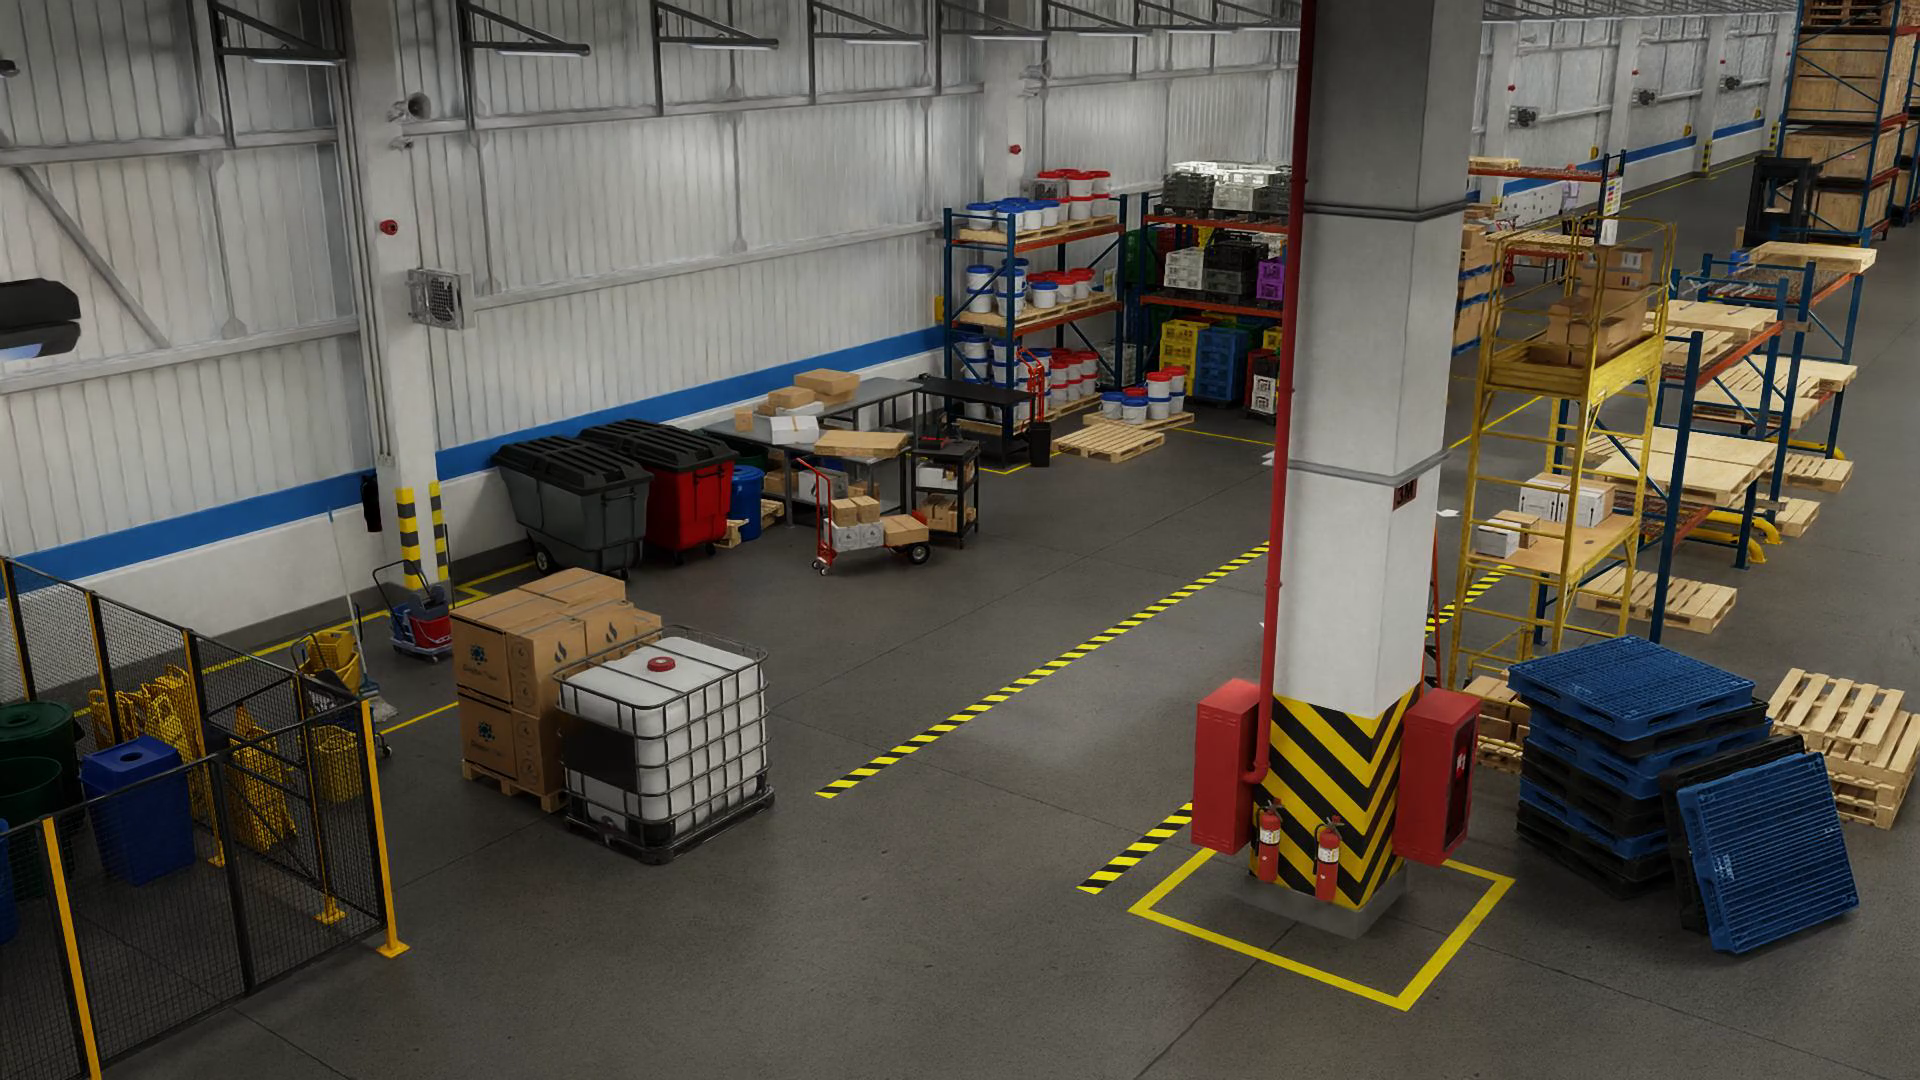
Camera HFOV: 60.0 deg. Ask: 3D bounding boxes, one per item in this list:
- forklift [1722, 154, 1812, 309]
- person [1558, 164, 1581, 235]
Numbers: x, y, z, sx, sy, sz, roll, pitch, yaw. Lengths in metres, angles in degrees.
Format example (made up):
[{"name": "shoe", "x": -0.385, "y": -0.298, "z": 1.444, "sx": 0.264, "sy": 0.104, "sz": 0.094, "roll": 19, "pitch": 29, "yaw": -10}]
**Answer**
[{"name": "forklift", "x": 15.462, "y": -5.891, "z": 31.649, "sx": 1.129, "sy": 2.768, "sz": 1.873, "roll": 13, "pitch": 22, "yaw": 34}, {"name": "person", "x": 14.312, "y": -7.866, "z": 39.189, "sx": 0.547, "sy": 1.938, "sz": 0.379, "roll": -11, "pitch": 21, "yaw": -31}]
